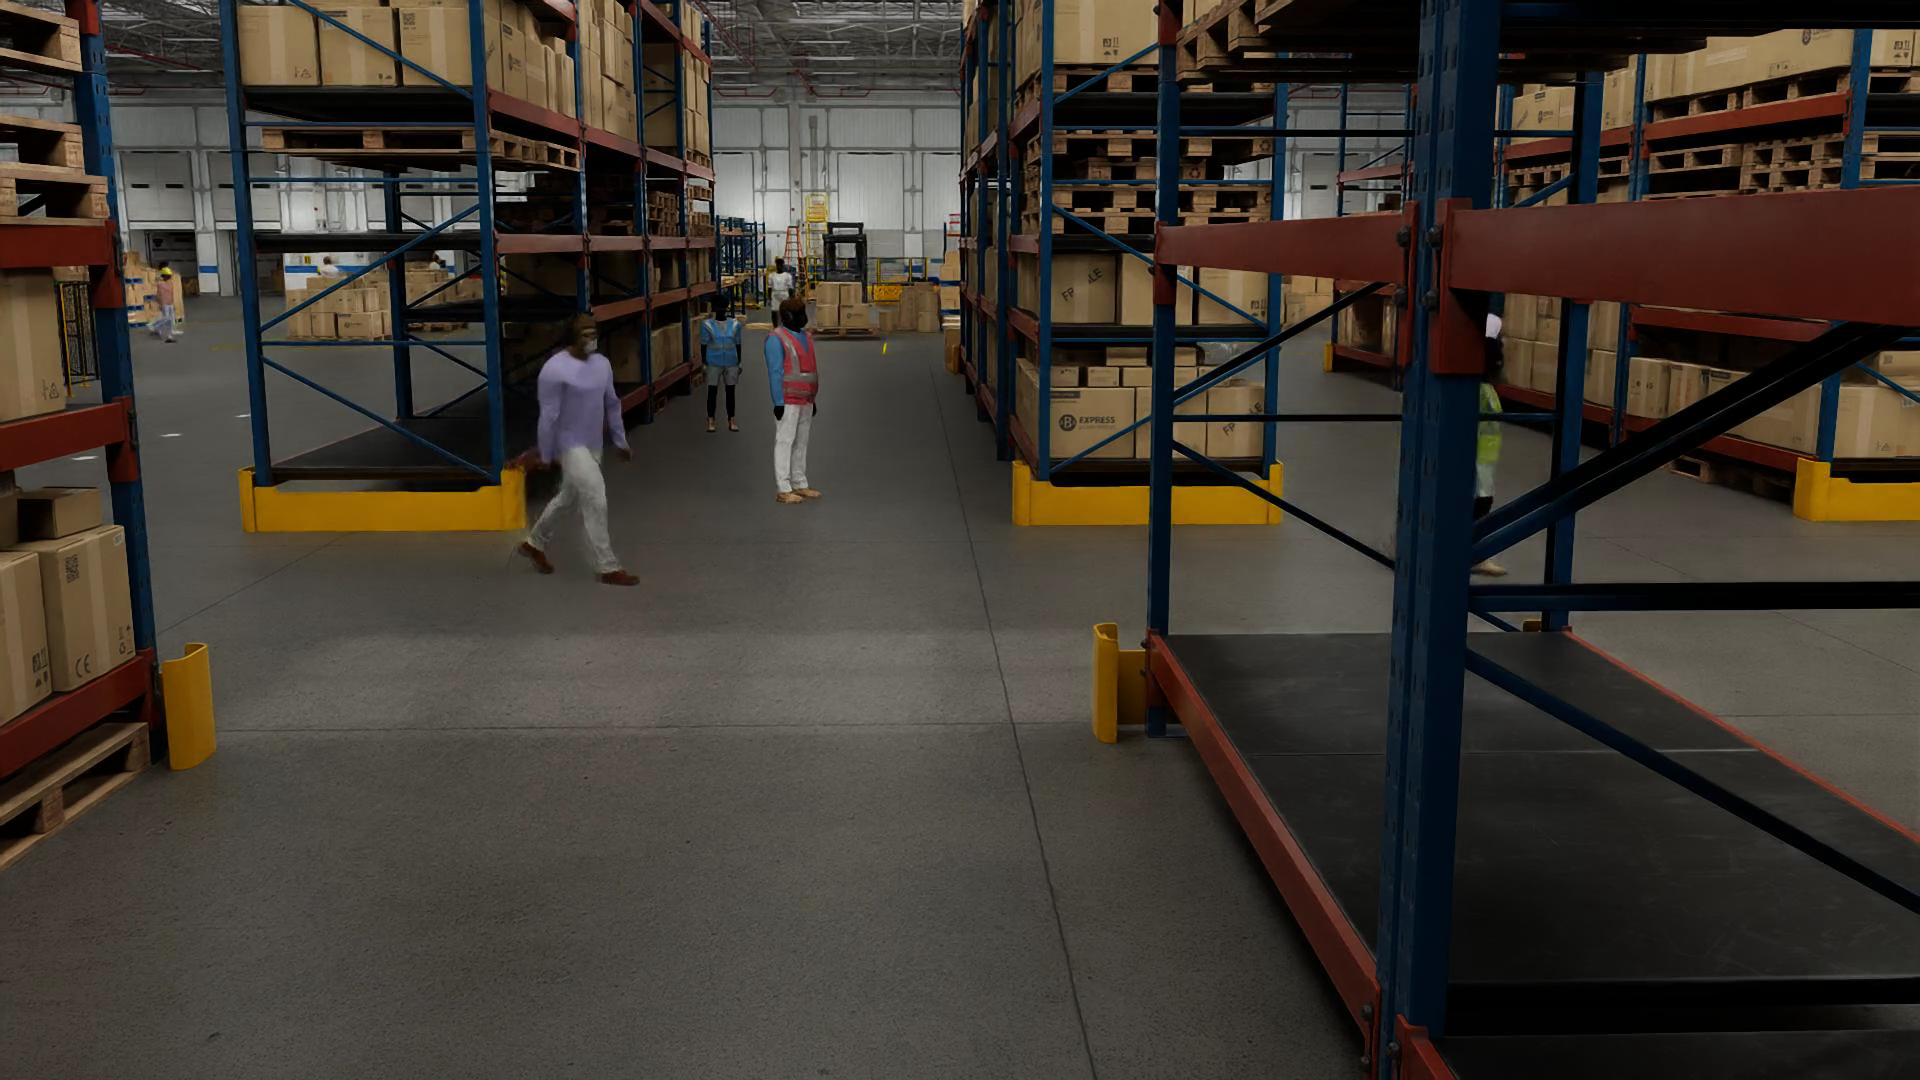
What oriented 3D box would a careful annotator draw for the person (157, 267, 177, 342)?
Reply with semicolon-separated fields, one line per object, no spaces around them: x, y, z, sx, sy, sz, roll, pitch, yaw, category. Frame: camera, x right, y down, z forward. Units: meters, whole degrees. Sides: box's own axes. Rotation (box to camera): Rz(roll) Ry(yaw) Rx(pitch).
-18.451;-5.467;38.698;0.375;1.750;0.545;2;10;9;person

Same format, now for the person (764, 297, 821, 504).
-1.490;-1.258;15.018;0.429;1.846;0.631;5;11;26;person

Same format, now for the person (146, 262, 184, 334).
-20.226;-6.130;42.166;0.797;1.845;0.526;-6;12;-31;person

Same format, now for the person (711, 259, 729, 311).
-8.081;-8.546;55.590;0.671;1.869;0.636;0;10;2;person

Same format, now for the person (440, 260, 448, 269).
-19.162;-9.576;61.863;0.830;1.658;0.544;9;14;43;person

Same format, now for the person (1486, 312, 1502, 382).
5.415;-1.761;17.690;0.603;1.891;0.641;-2;10;-9;person

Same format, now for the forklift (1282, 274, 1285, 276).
12.240;-10.302;62.509;1.129;2.768;1.873;0;10;-2;forklift

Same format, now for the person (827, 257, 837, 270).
-4.225;-8.446;54.827;0.367;1.927;0.590;7;12;34;person

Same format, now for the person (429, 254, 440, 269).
-17.078;-8.333;54.202;0.369;1.932;0.623;-8;13;-37;person

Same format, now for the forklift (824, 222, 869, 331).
-2.899;-6.686;42.367;1.129;2.768;1.873;0;10;-2;forklift

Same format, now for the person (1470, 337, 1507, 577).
3.594;-0.578;11.632;0.478;1.686;0.547;5;12;28;person

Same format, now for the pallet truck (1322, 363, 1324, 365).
7.712;-4.157;30.737;1.885;1.965;0.823;3;11;16;pallet truck

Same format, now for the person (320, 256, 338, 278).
-18.678;-7.418;49.138;0.741;1.909;0.655;5;11;28;person

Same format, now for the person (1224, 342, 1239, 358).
5.608;-4.561;33.372;0.400;1.856;0.529;2;10;9;person

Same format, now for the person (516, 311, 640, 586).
-2.691;-0.640;11.464;1.022;1.894;0.643;4;11;23;person

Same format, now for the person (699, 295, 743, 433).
-2.939;-2.171;20.513;0.542;1.695;0.316;-4;11;-19;person

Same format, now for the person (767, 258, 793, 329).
-4.409;-5.876;40.475;0.657;1.933;0.821;1;10;6;person
